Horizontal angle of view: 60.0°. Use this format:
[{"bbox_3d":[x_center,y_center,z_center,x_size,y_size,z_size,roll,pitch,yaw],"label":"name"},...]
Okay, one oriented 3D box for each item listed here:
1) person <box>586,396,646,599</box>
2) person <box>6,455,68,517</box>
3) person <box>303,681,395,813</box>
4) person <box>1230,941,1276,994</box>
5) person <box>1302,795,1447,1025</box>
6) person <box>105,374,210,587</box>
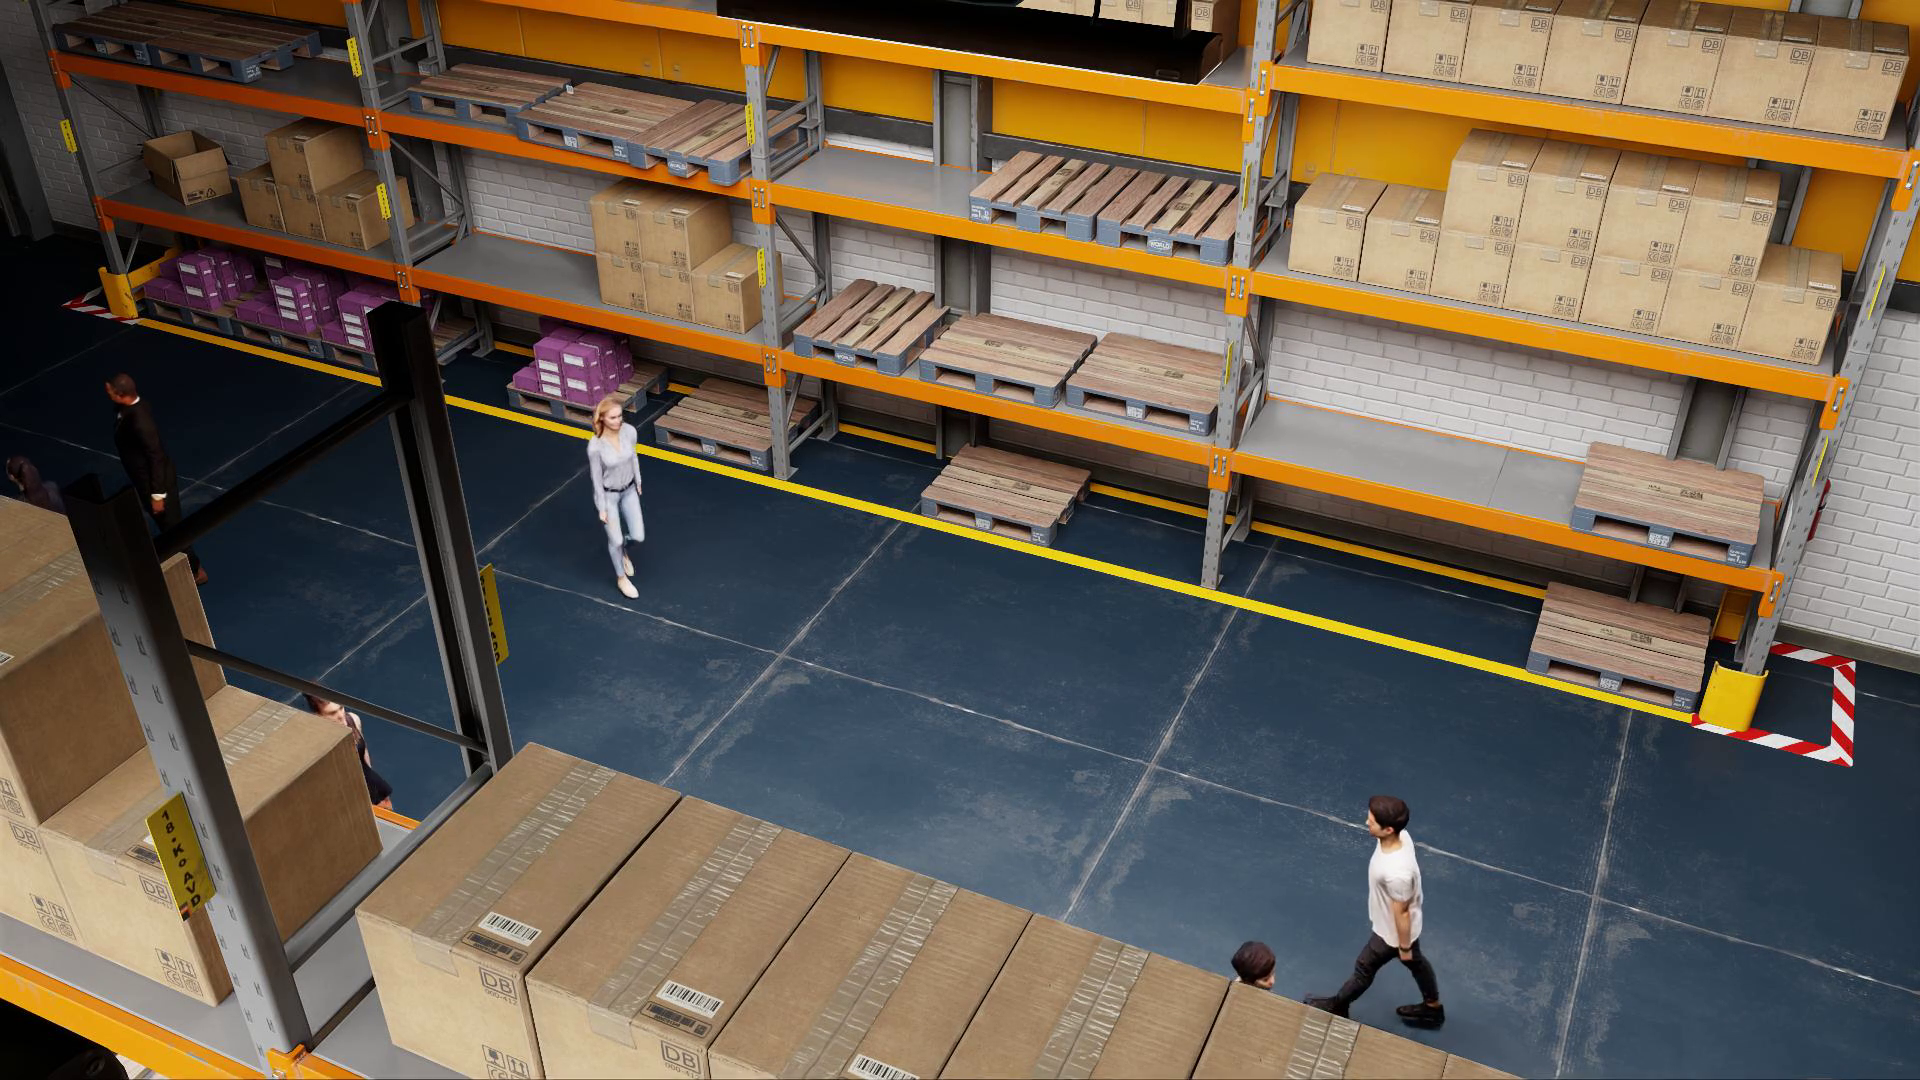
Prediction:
[{"bbox_3d":[-2.734,-0.376,13.039,0.766,1.783,0.829,-22,39,-29],"label":"person"},{"bbox_3d":[-6.654,0.165,12.336,1.082,1.659,0.603,13,36,19],"label":"person"},{"bbox_3d":[-3.827,1.532,10.280,0.829,1.658,0.645,19,38,27],"label":"person"},{"bbox_3d":[1.388,2.655,8.697,0.779,1.542,1.012,-27,42,-35],"label":"person"},{"bbox_3d":[2.518,2.151,9.344,1.104,1.664,0.788,7,34,11],"label":"person"},{"bbox_3d":[-6.325,-0.471,13.073,0.862,1.903,0.760,-18,38,-25],"label":"person"}]
